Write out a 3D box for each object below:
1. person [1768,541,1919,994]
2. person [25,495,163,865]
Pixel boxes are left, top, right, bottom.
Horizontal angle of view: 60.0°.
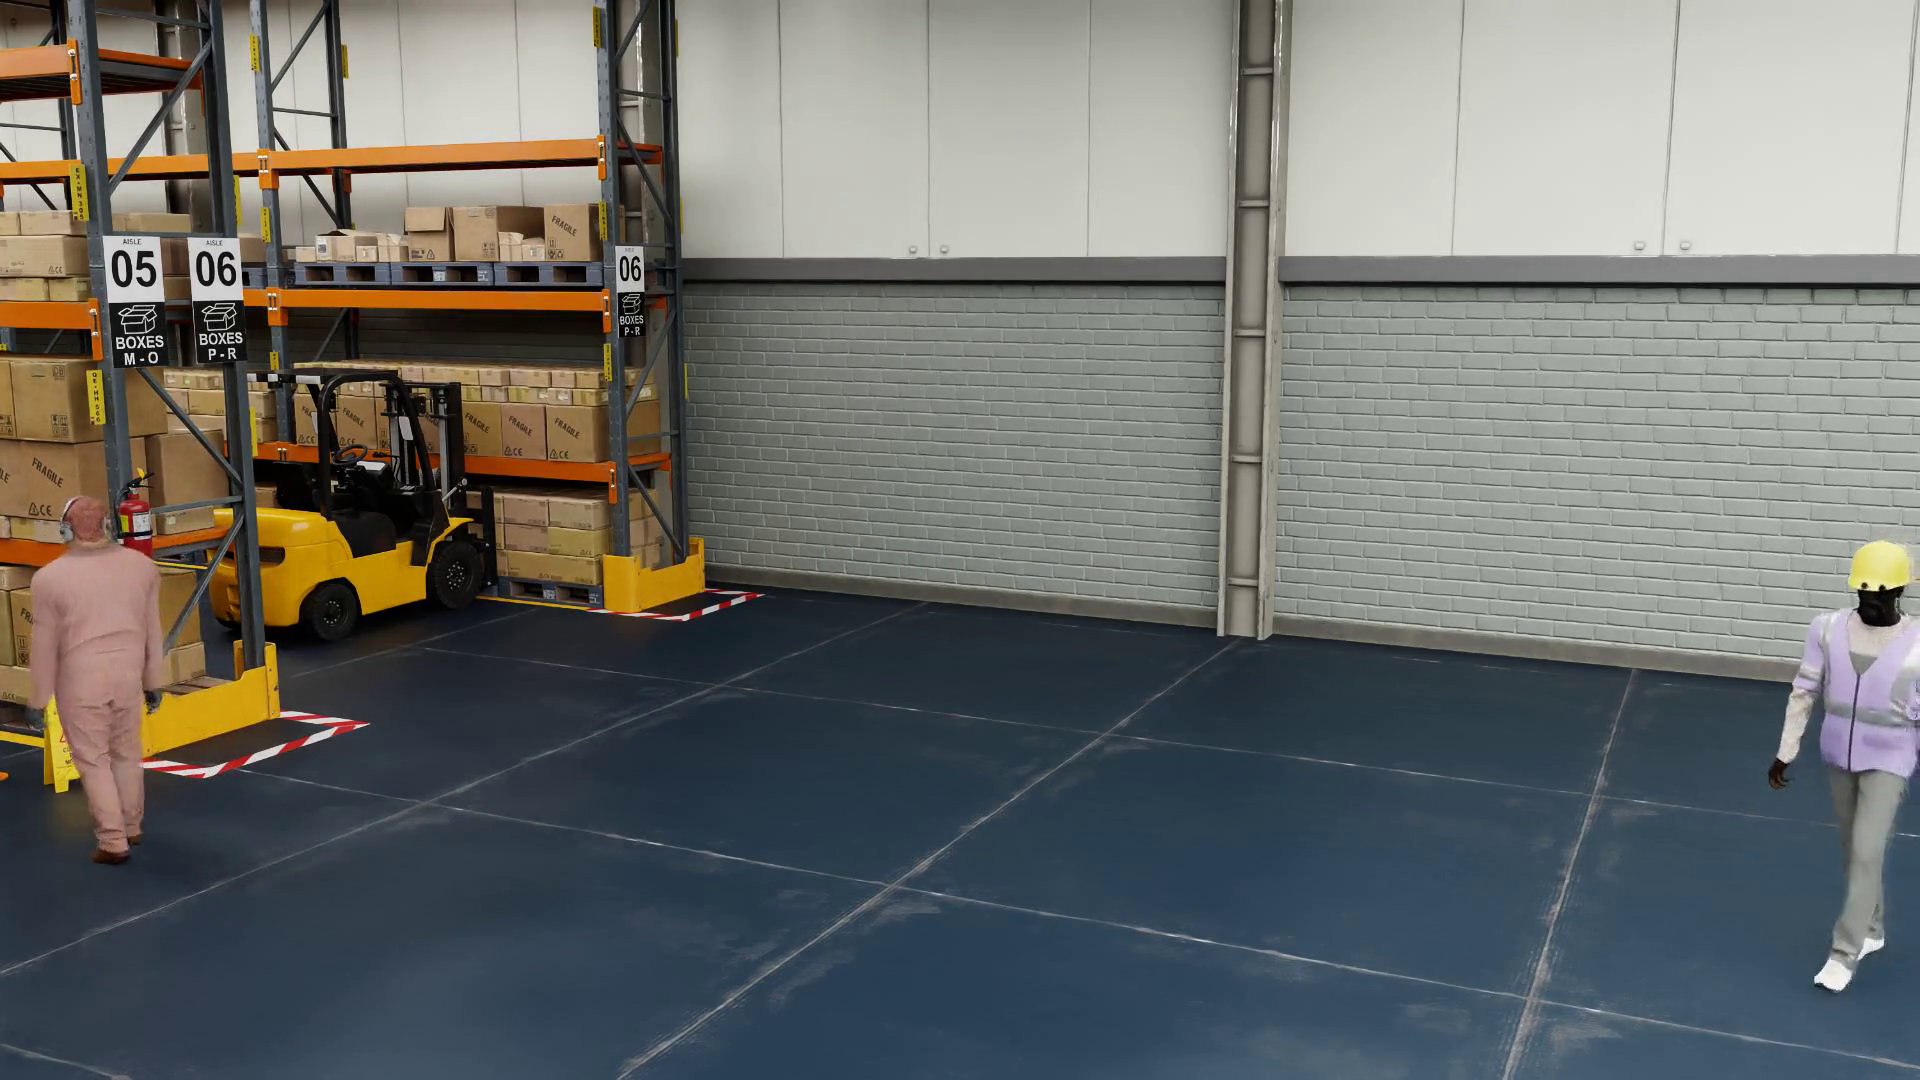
[{"bbox_3d":[3.786,0.944,7.071,0.881,1.888,0.616,-6,11,-33],"label":"person"},{"bbox_3d":[-4.437,0.714,8.534,0.498,1.916,0.668,6,11,34],"label":"person"}]
